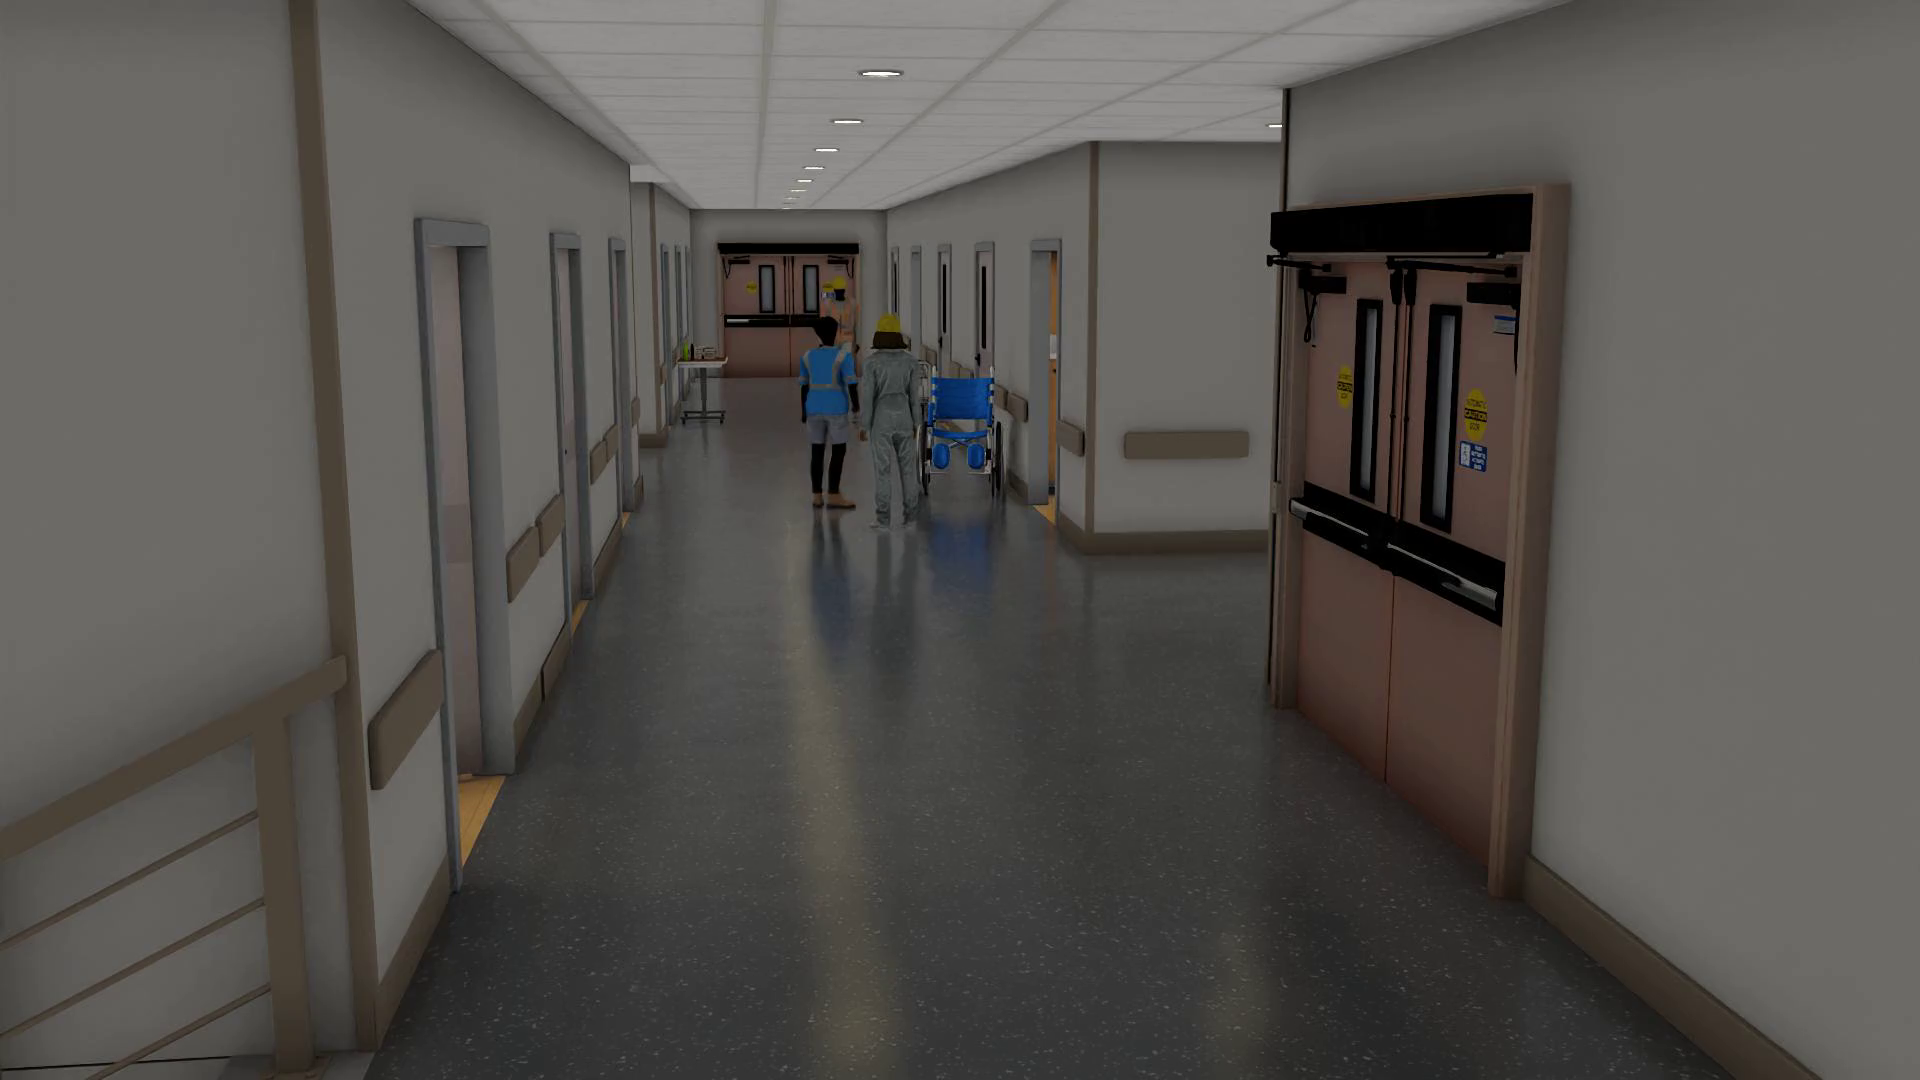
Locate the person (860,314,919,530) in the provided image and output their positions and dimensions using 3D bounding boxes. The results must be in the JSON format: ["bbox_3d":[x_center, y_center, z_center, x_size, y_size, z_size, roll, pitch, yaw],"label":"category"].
[{"bbox_3d":[-0.567,-0.947,13.419,0.490,1.743,0.313,-5,11,-25],"label":"person"}]

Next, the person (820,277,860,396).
[{"bbox_3d":[-1.840,-3.074,25.425,0.611,1.872,1.013,-1,10,-4],"label":"person"}]

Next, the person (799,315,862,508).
[{"bbox_3d":[-1.140,-1.117,14.580,0.589,1.687,0.342,4,11,23],"label":"person"}]
